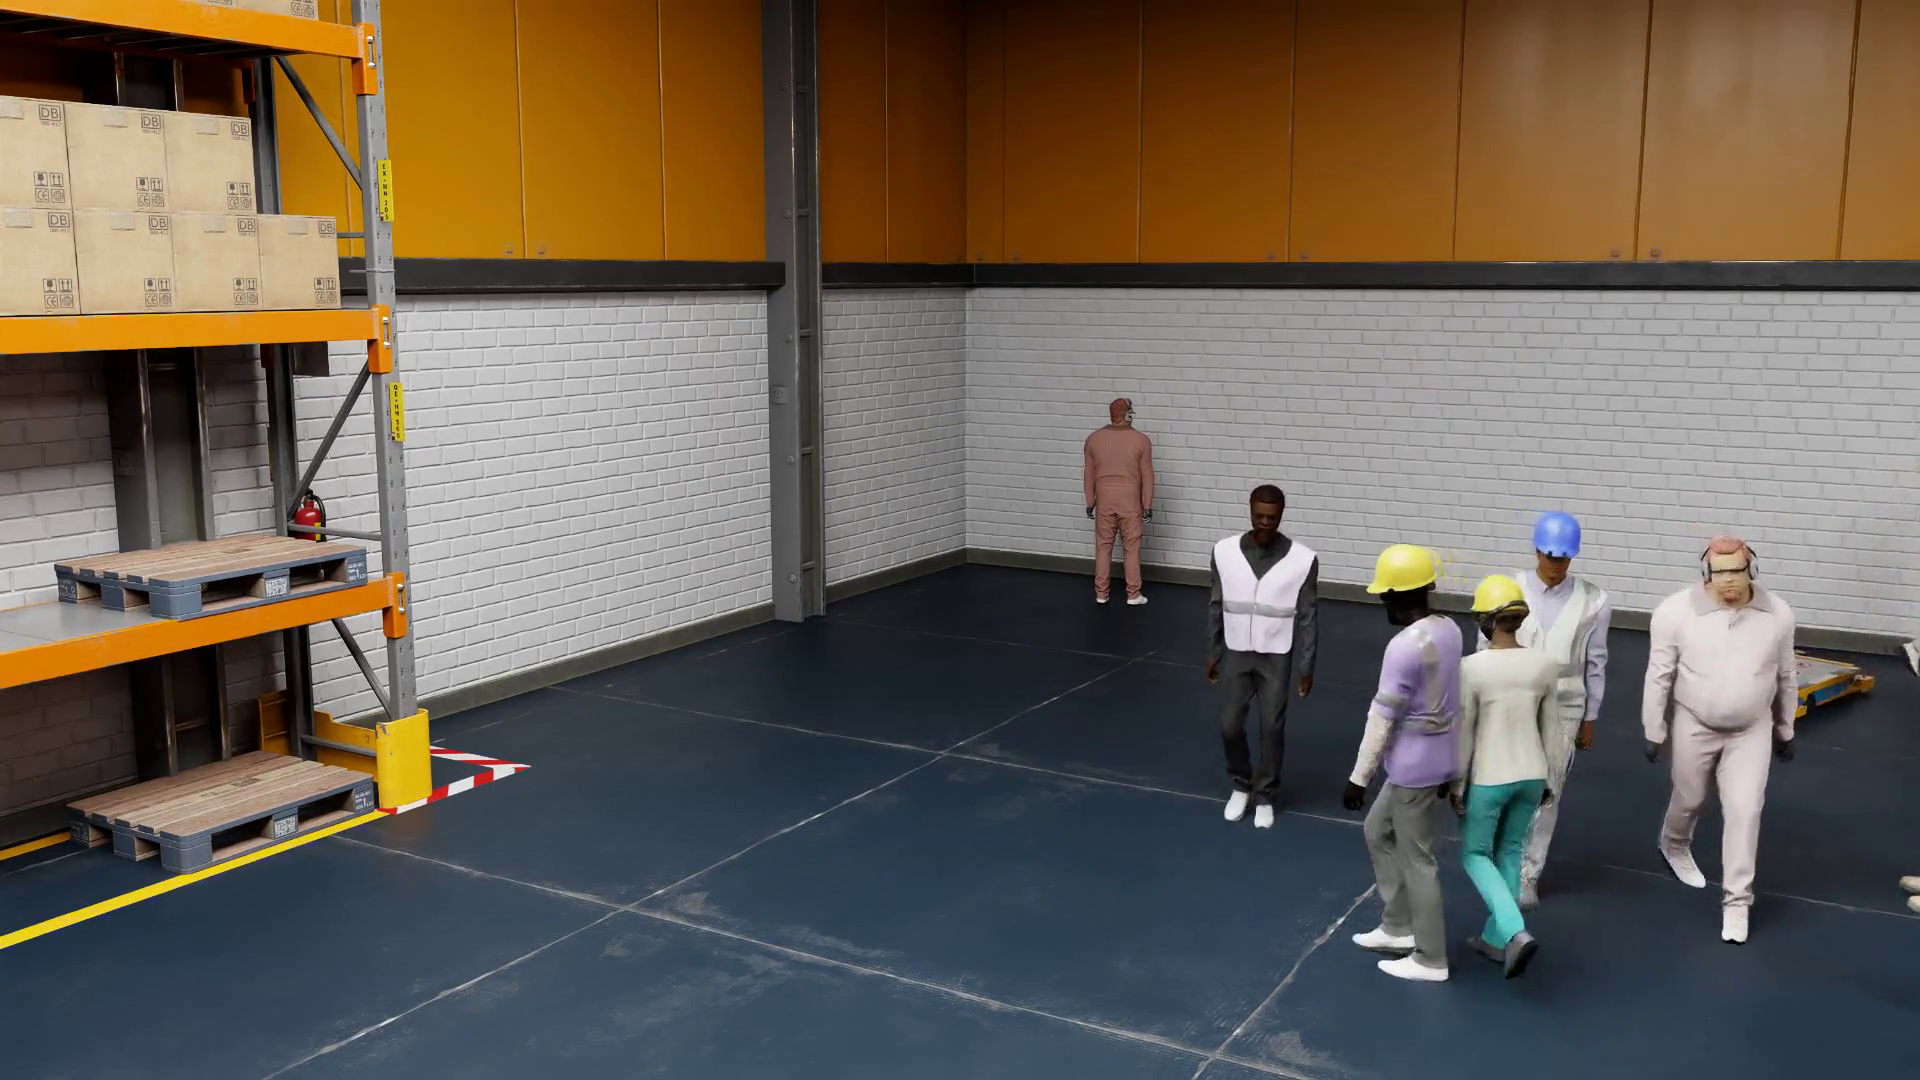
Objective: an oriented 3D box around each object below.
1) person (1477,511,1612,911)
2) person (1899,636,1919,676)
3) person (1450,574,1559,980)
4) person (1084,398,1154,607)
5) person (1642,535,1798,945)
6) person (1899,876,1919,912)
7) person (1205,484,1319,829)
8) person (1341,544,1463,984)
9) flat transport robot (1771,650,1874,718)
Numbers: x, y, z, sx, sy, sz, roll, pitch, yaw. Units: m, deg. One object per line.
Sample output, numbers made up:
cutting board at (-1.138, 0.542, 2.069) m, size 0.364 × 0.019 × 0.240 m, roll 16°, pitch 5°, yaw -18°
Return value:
person at (2.781, 0.792, 8.035) m, size 0.630 × 1.927 × 0.575 m, roll 3°, pitch 9°, yaw 16°
person at (7.262, 0.296, 12.078) m, size 0.568 × 1.625 × 0.519 m, roll 3°, pitch 10°, yaw 18°
person at (2.351, 1.031, 7.107) m, size 0.525 × 1.742 × 0.596 m, roll -2°, pitch 9°, yaw -14°
person at (1.461, -0.345, 15.203) m, size 0.648 × 1.904 × 0.401 m, roll 4°, pitch 10°, yaw 21°
person at (3.584, 0.860, 7.862) m, size 0.699 × 1.856 × 0.937 m, roll 2°, pitch 9°, yaw 15°
person at (4.725, 0.859, 7.869) m, size 0.329 × 1.843 × 0.517 m, roll 4°, pitch 10°, yaw 22°
person at (1.643, 0.637, 9.081) m, size 0.616 × 1.900 × 0.475 m, roll 3°, pitch 10°, yaw 19°
person at (1.869, 0.954, 7.146) m, size 0.640 × 1.893 × 0.581 m, roll 5°, pitch 11°, yaw 31°
flat transport robot at (5.866, 1.011, 11.819) m, size 1.431 × 0.197 × 0.652 m, roll -8°, pitch 12°, yaw -40°
